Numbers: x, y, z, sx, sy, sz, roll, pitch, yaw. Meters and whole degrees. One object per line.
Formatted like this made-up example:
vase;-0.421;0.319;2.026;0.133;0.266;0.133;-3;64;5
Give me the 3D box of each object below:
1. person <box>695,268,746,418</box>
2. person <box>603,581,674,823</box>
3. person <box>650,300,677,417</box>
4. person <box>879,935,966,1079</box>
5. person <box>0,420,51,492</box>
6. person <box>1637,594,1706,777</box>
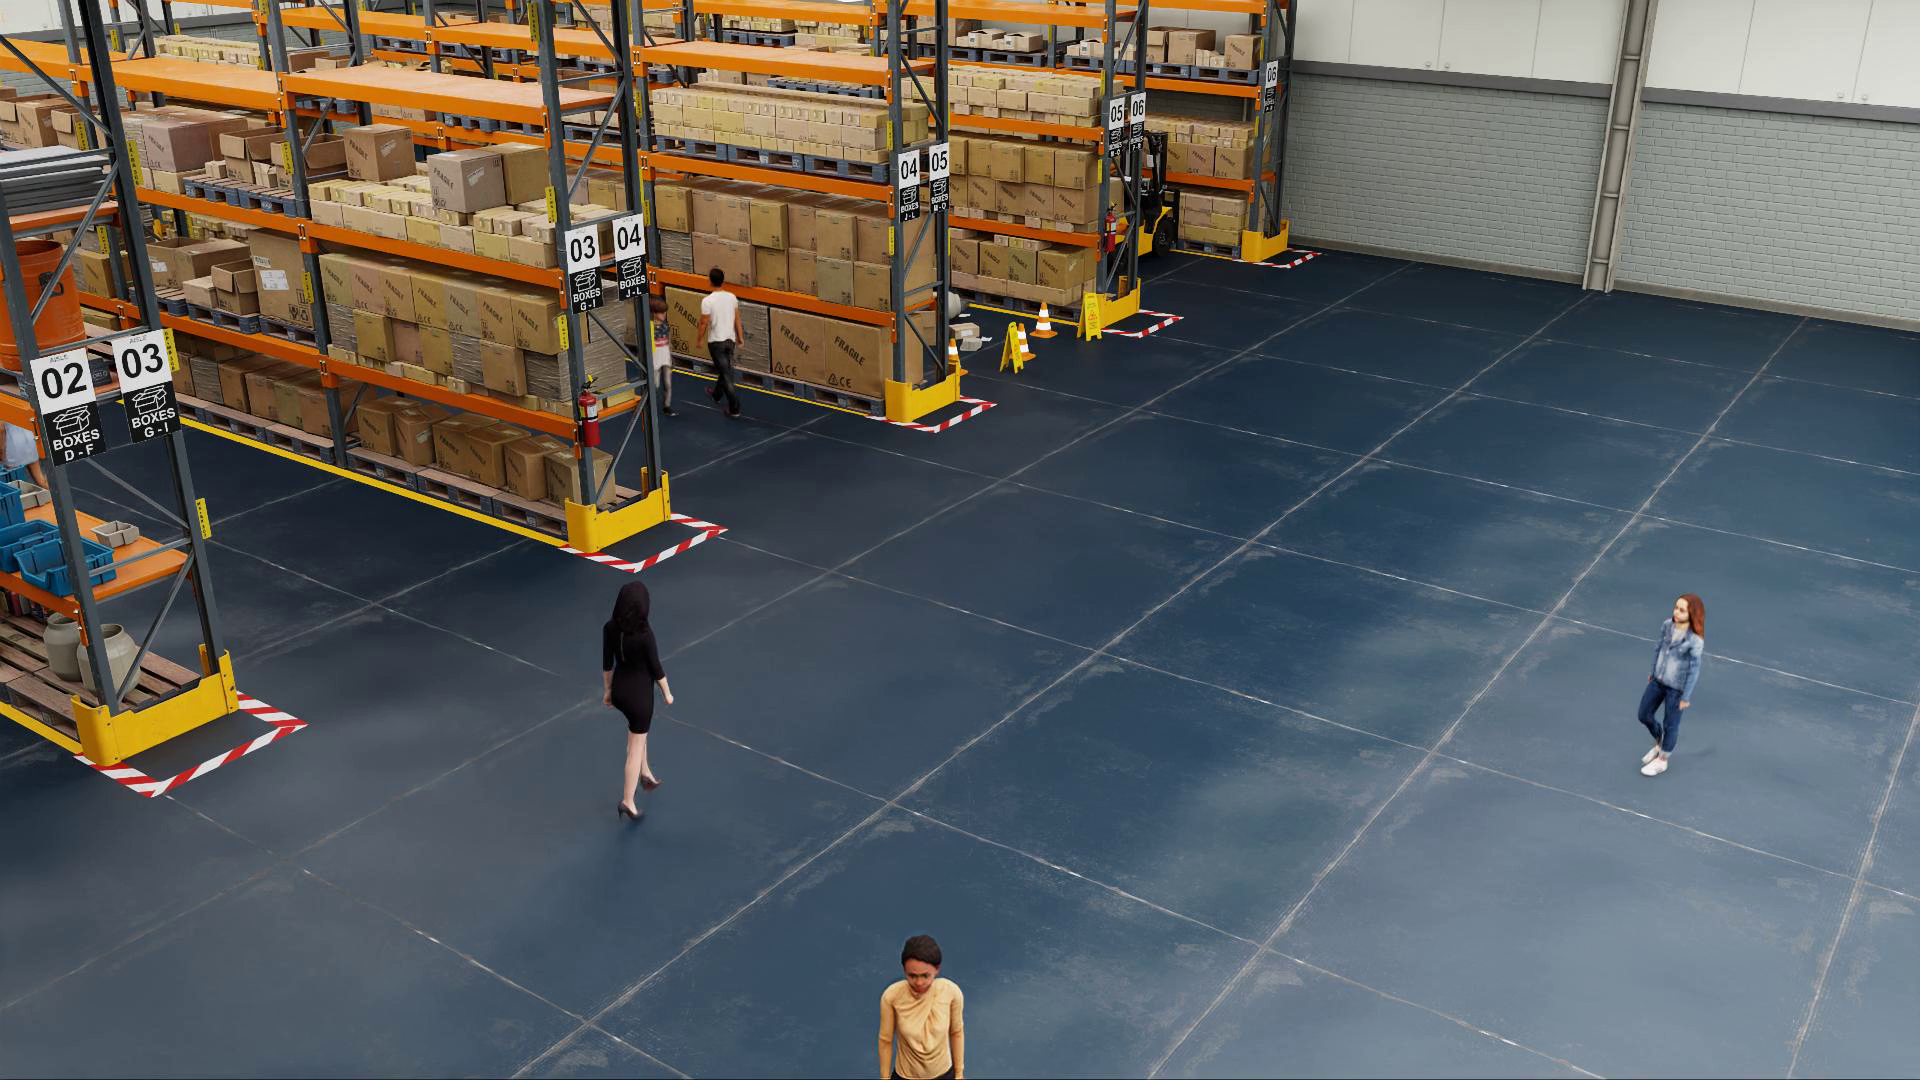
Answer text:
person;-2.812;-2.349;20.041;0.778;1.767;1.094;-21;31;-40
person;-2.359;1.191;11.700;0.697;1.781;0.634;16;28;33
person;-3.679;-2.214;20.152;0.634;1.433;0.783;-20;30;-39
person;-0.189;2.682;8.350;0.675;1.659;0.744;-3;23;-7
person;-9.550;-0.972;16.852;0.629;1.730;0.664;7;24;16
person;5.357;1.064;12.393;0.736;1.472;0.641;-9;25;-21
